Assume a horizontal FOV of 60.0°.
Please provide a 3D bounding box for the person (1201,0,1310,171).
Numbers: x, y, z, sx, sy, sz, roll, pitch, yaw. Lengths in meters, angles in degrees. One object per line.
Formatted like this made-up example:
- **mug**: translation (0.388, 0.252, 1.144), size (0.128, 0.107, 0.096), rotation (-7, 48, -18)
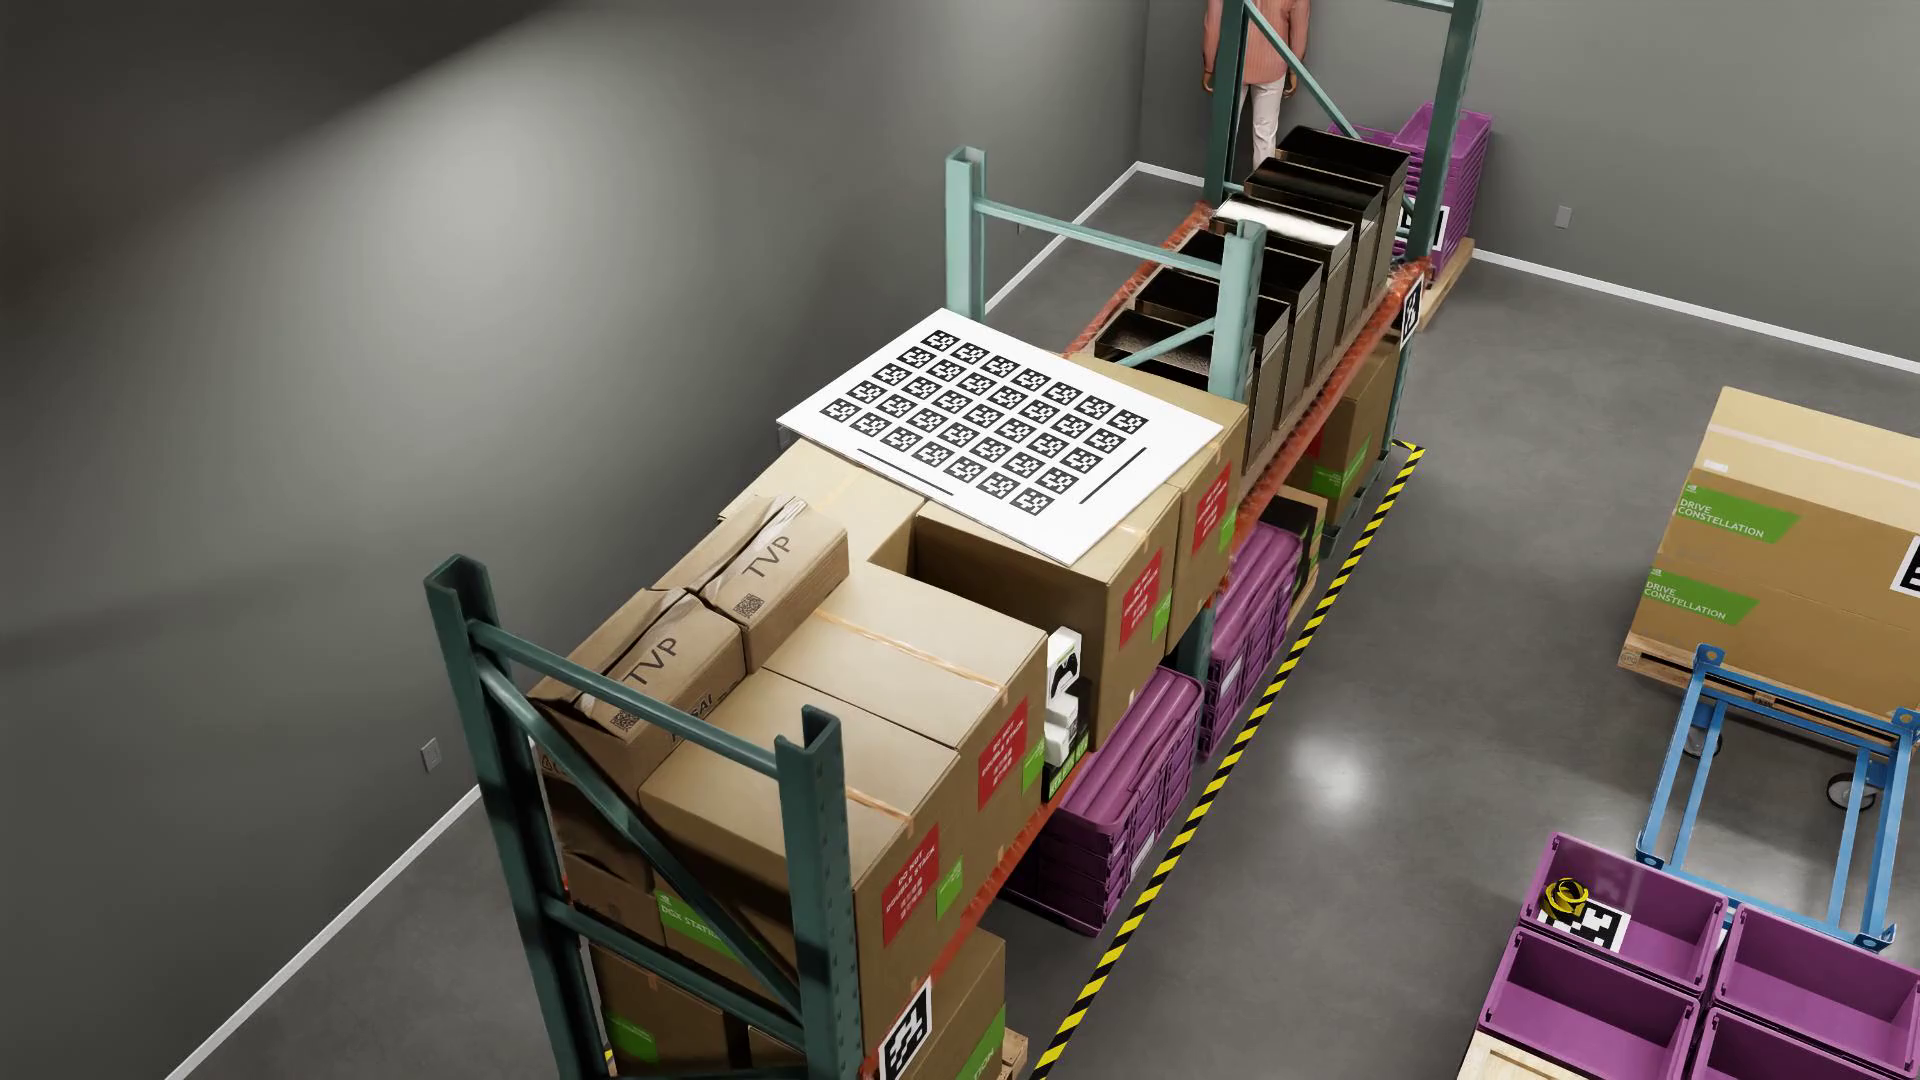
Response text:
- **person**: translation (1.739, -2.828, 9.924), size (0.612, 1.995, 0.377), rotation (4, 40, 4)
